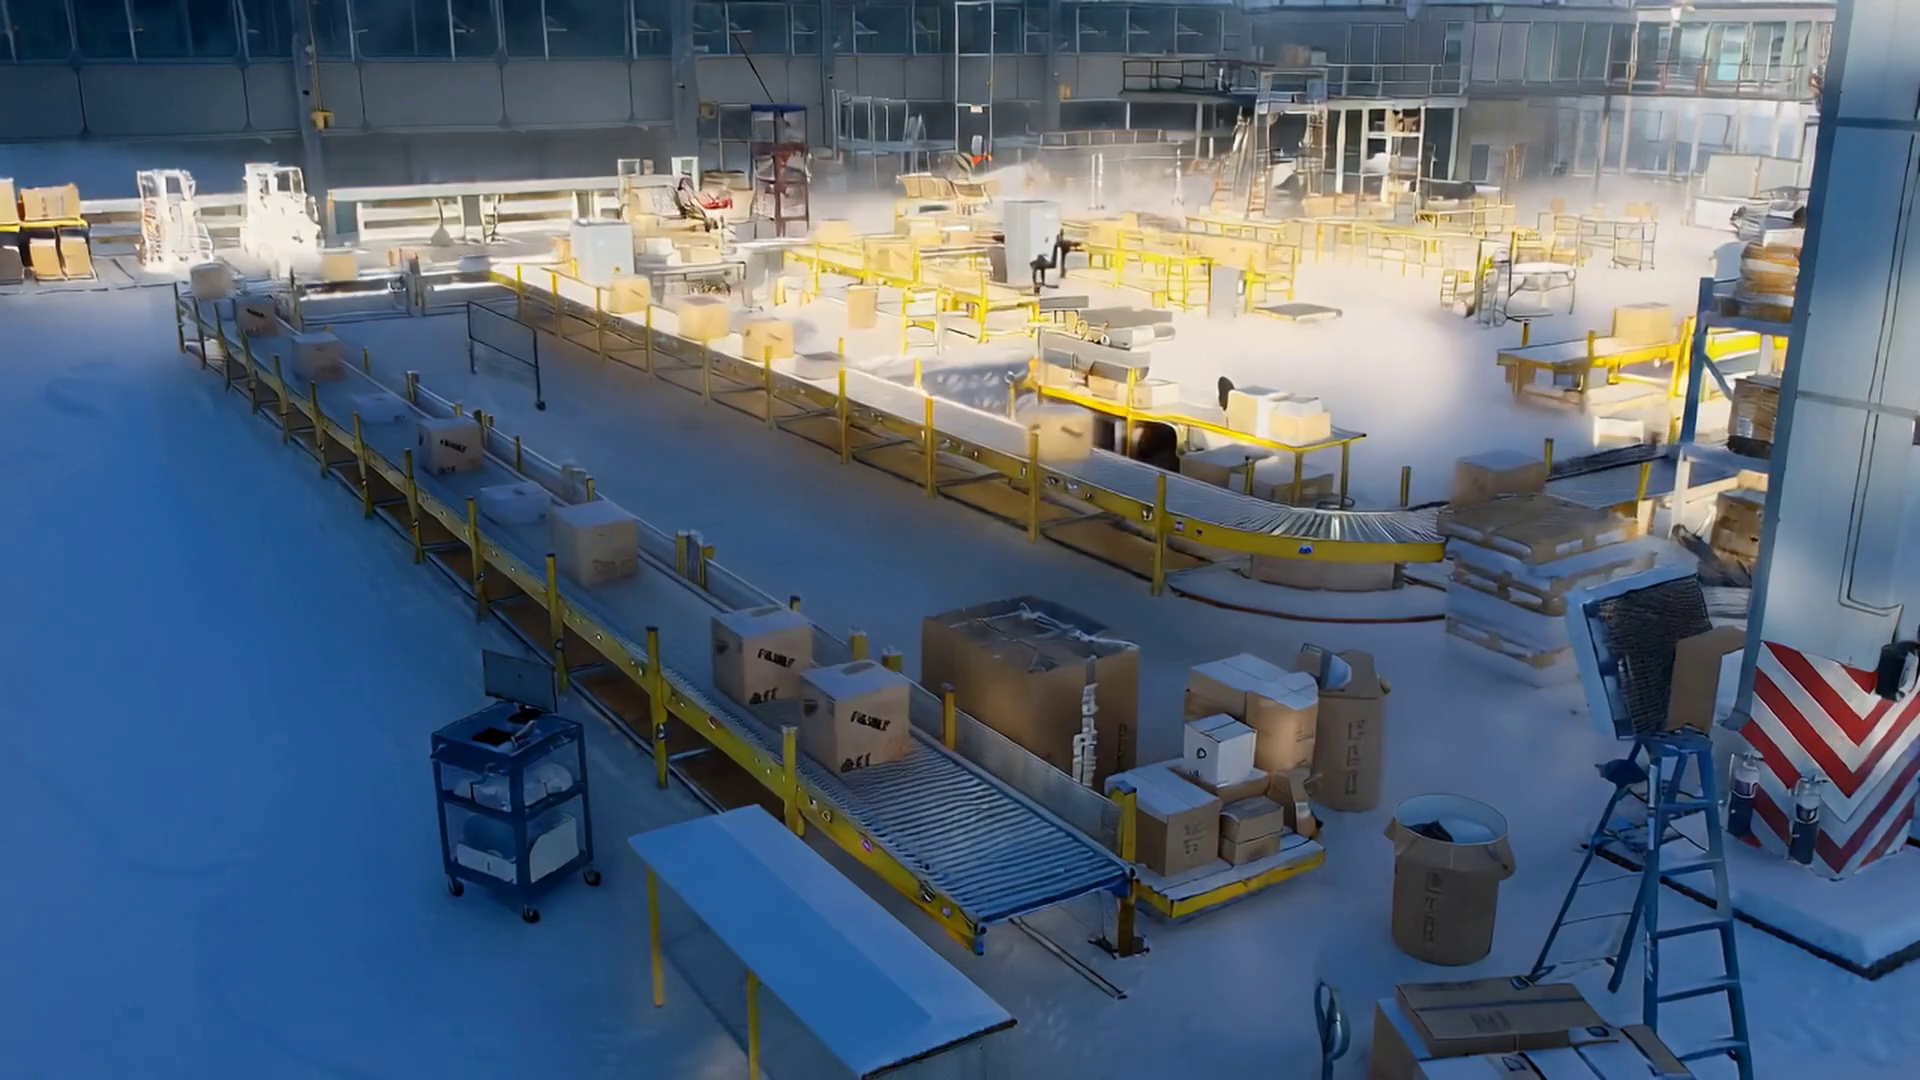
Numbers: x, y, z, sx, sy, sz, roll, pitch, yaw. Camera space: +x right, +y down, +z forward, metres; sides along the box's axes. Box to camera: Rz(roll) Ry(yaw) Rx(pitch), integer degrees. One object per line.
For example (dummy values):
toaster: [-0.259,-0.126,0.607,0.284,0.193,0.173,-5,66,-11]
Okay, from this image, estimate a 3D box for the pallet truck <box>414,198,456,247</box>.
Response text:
pallet truck: [-13.250,-8.060,41.856,0.680,1.201,1.601,-10,20,-31]

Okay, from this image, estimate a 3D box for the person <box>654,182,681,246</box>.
person: [-6.303,-6.735,36.078,0.636,2.024,0.686,5,17,15]

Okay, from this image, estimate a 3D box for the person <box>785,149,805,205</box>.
person: [-4.906,-10.537,48.960,0.679,1.887,0.542,1,17,3]

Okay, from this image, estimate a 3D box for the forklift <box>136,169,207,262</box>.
forklift: [-17.842,-7.318,37.559,1.157,1.987,2.680,-10,20,-31]

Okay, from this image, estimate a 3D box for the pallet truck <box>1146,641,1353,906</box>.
pallet truck: [1.664,1.407,10.232,1.630,1.274,0.653,-10,20,-31]

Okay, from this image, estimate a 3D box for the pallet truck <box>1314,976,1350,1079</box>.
pallet truck: [2.299,2.390,7.086,1.601,1.201,0.680,-2,17,-7]

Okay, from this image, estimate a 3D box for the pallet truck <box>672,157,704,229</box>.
pallet truck: [-7.586,-9.308,44.692,0.823,1.965,1.885,-11,20,-33]

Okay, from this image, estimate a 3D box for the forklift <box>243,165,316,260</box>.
forklift: [-15.898,-7.669,38.708,1.157,1.987,2.680,-11,20,-33]

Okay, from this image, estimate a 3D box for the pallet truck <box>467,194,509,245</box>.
pallet truck: [-11.983,-8.177,42.137,0.704,1.261,1.522,-11,20,-33]

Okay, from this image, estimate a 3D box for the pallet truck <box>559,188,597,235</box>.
pallet truck: [-10.010,-8.652,43.699,0.653,1.274,1.630,-10,20,-31]

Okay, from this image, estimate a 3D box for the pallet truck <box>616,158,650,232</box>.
pallet truck: [-8.918,-9.176,44.255,0.823,1.965,1.885,-9,19,-27]
